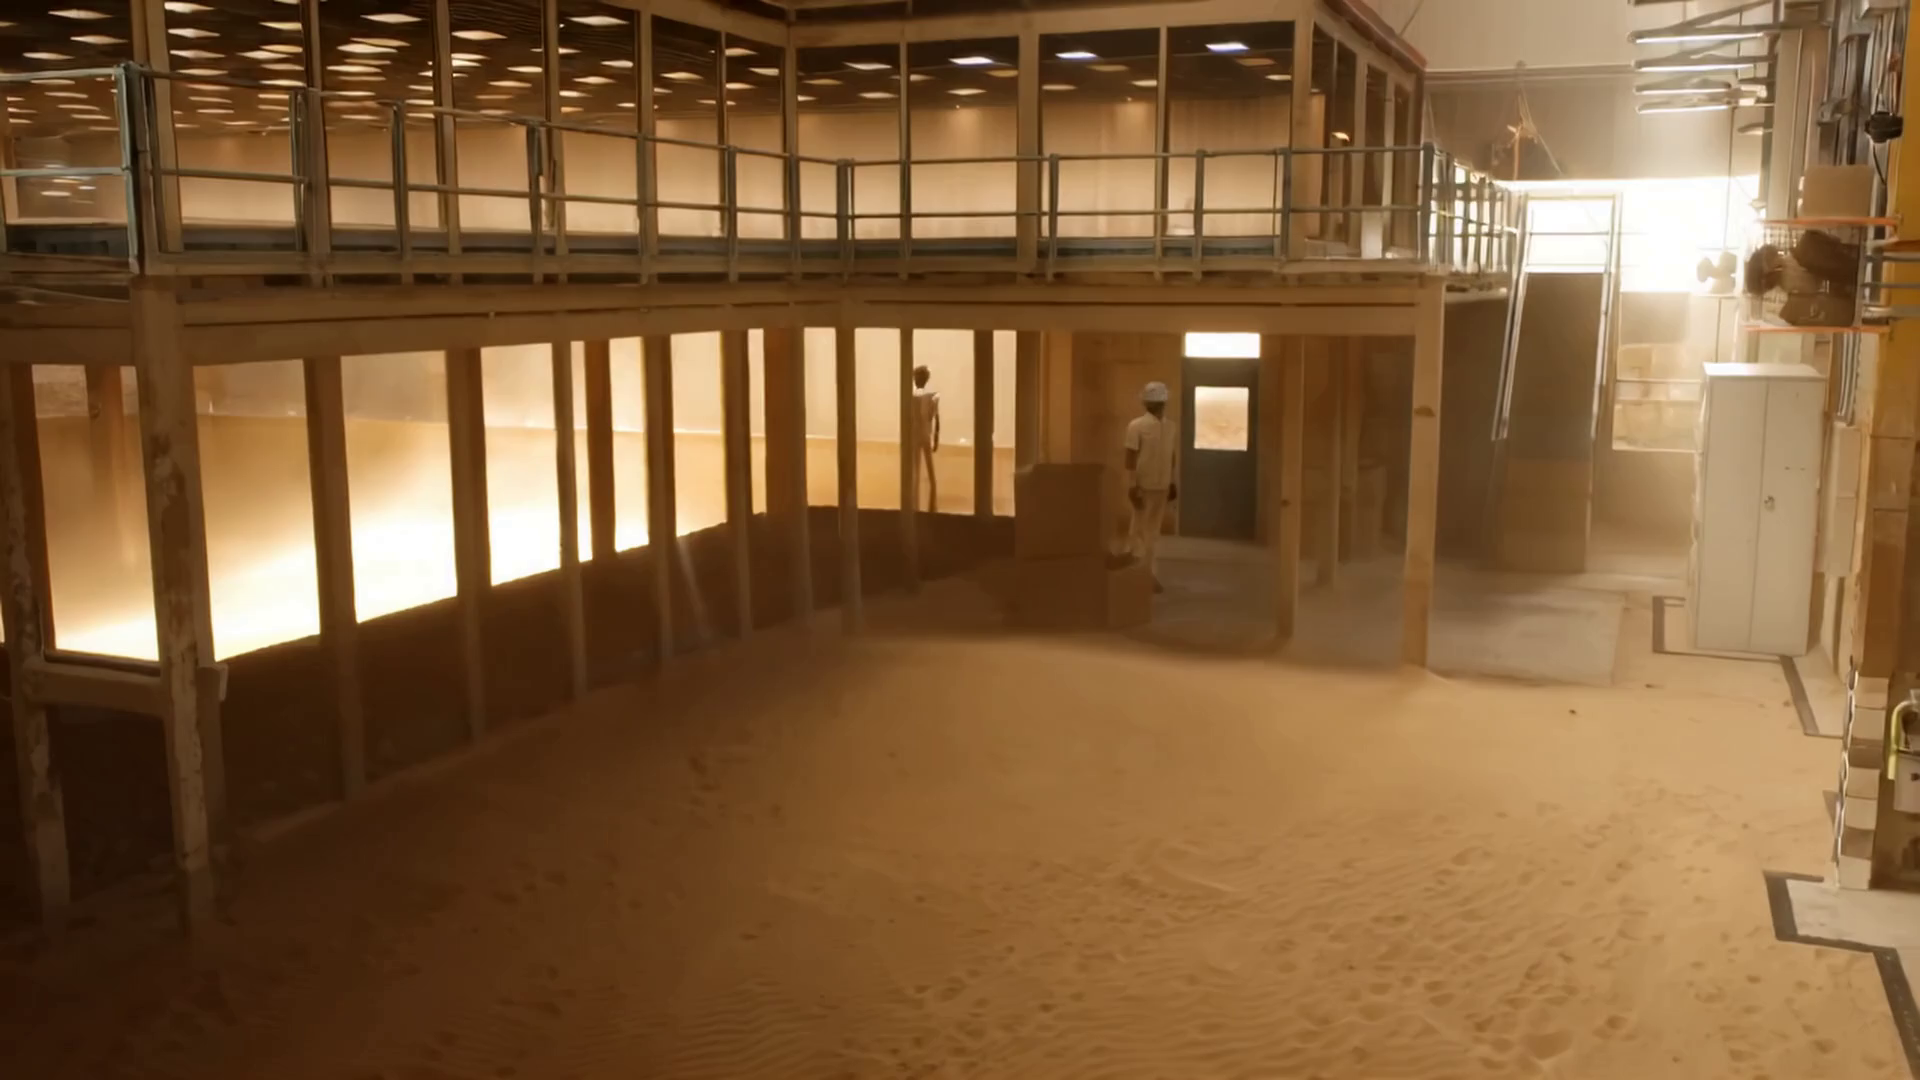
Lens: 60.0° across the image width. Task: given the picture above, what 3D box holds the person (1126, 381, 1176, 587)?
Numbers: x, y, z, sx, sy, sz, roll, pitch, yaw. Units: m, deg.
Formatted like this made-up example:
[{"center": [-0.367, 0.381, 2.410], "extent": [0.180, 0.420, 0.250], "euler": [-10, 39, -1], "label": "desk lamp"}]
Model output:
[{"center": [1.871, -0.547, 16.162], "extent": [0.614, 1.993, 0.395], "euler": [-7, 12, -39], "label": "person"}]
